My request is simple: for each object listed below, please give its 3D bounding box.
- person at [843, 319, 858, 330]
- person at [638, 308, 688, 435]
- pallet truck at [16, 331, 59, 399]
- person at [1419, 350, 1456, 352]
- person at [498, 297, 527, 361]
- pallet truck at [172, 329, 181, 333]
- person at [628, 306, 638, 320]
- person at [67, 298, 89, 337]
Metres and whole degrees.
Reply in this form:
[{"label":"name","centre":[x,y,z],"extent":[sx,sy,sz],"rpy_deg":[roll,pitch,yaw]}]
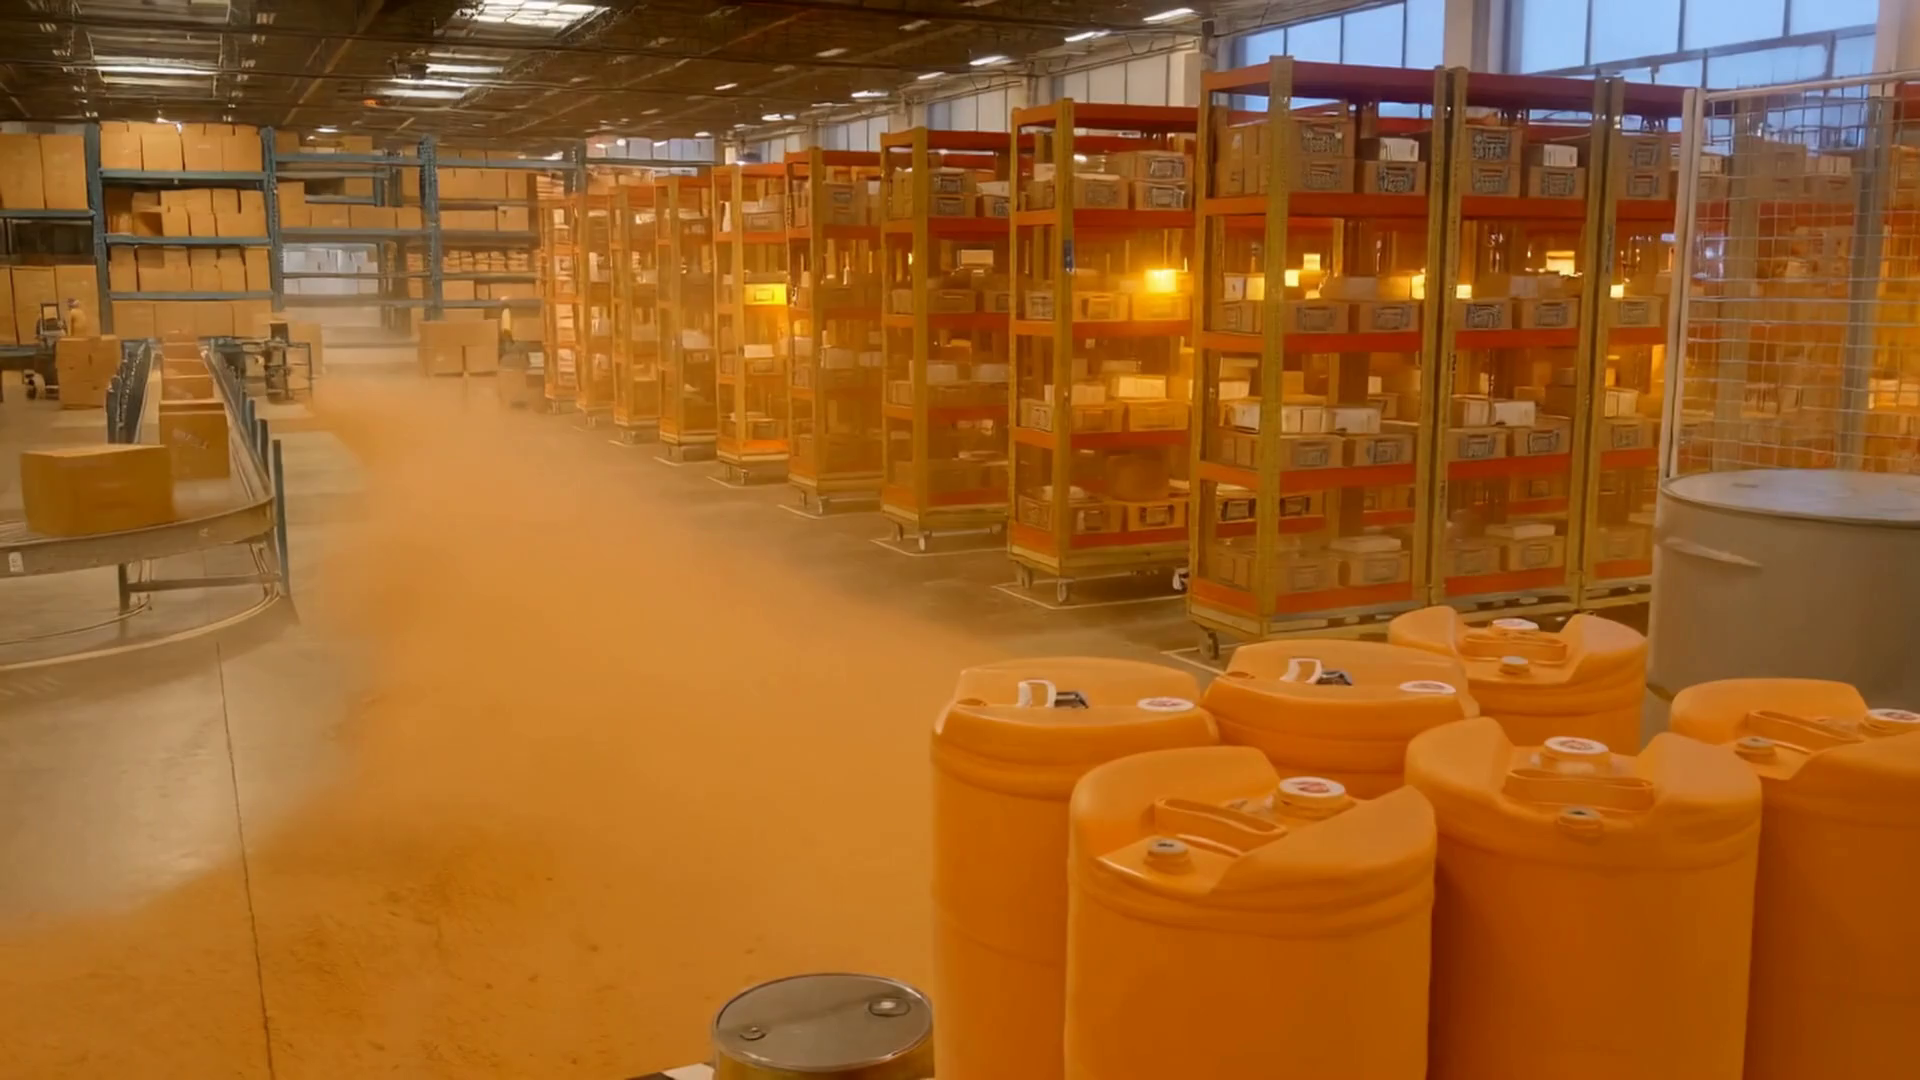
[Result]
[{"label":"person","centre":[-2.189,-3.867,33.493],"extent":[0.596,1.787,0.919],"rpy_deg":[-5,11,-31]},{"label":"person","centre":[-4.373,-2.509,24.701],"extent":[1.022,1.896,0.640],"rpy_deg":[-5,10,-28]},{"label":"pallet truck","centre":[-17.082,-3.353,31.781],"extent":[1.630,1.274,0.653],"rpy_deg":[-4,10,-25]},{"label":"person","centre":[5.387,-1.526,18.778],"extent":[0.595,1.831,0.531],"rpy_deg":[-3,10,-17]},{"label":"person","centre":[-12.173,-5.724,45.090],"extent":[0.692,1.747,0.524],"rpy_deg":[-5,10,-26]},{"label":"pallet truck","centre":[-17.275,-3.851,35.096],"extent":[1.601,1.201,0.680],"rpy_deg":[0,9,1]},{"label":"person","centre":[-9.198,-6.040,46.477],"extent":[1.026,1.943,0.618],"rpy_deg":[-5,10,-26]},{"label":"person","centre":[-20.226,-4.636,38.139],"extent":[0.405,1.823,0.591],"rpy_deg":[2,9,15]}]
